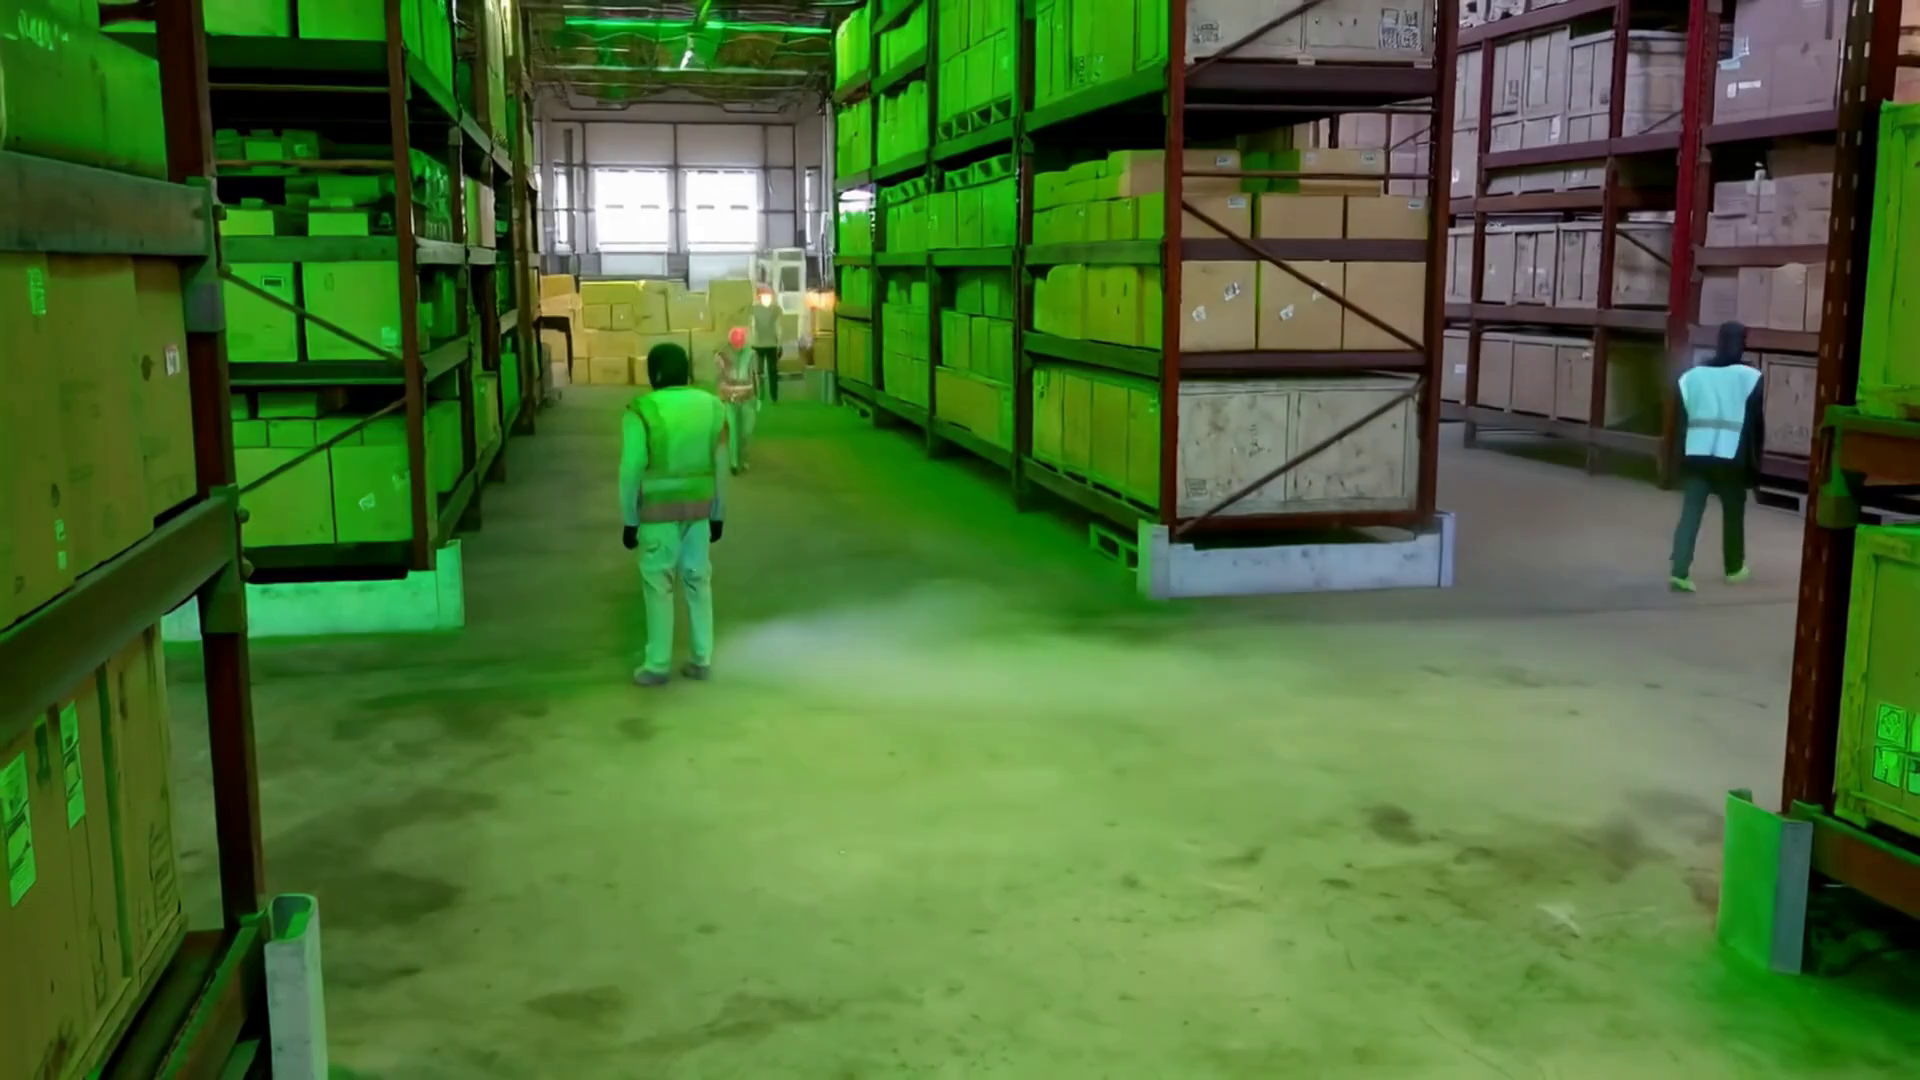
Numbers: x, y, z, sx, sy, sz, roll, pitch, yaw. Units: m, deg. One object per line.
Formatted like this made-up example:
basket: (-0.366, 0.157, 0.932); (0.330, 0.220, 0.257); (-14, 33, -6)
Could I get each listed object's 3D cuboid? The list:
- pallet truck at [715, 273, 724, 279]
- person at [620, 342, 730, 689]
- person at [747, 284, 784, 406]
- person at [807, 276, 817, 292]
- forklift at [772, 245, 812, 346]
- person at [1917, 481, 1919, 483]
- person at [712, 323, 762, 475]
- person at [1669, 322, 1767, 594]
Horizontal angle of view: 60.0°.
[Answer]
pallet truck: (-8.580, -8.986, 62.280); (1.885, 1.965, 0.823); (1, 9, 5)
person: (-1.513, -0.126, 8.795); (0.631, 1.833, 0.429); (-8, 13, -42)
person: (-3.154, -3.160, 26.943); (0.602, 1.954, 1.030); (-1, 9, -9)
person: (-5.509, -8.878, 61.964); (0.934, 1.898, 0.544); (6, 11, 34)
forklift: (-4.787, -6.907, 46.924); (1.129, 2.768, 1.873); (1, 9, 5)
person: (6.743, -0.408, 11.169); (0.632, 1.609, 0.528); (0, 9, 1)
person: (-2.393, -1.512, 17.852); (0.532, 1.630, 0.417); (-1, 9, -7)
person: (5.194, -0.558, 11.410); (0.606, 1.861, 1.051); (9, 13, 43)
